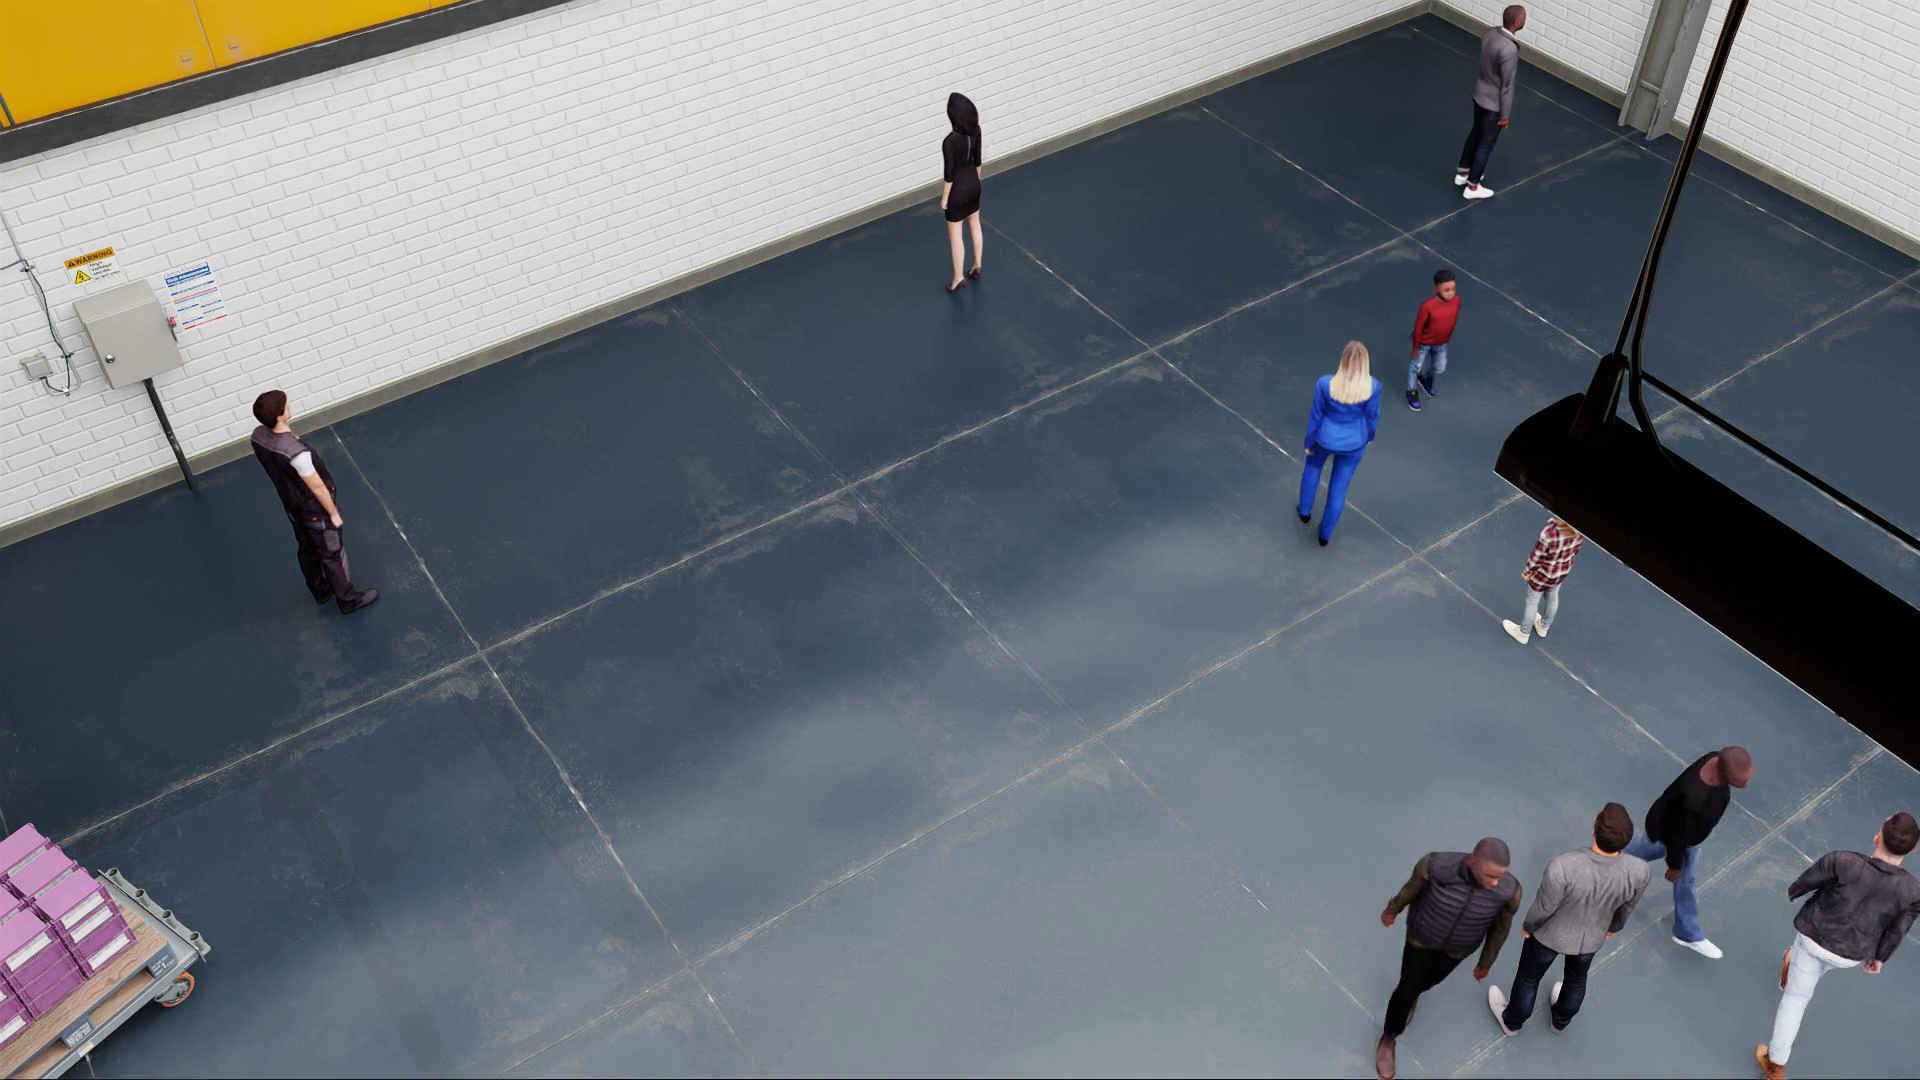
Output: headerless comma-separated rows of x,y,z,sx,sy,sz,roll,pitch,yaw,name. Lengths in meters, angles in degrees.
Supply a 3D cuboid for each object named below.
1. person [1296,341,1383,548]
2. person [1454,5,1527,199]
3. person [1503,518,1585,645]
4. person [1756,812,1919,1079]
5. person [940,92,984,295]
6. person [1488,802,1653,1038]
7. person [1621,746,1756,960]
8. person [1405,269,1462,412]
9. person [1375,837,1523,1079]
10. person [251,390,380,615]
2.638,-0.612,11.596,0.768,1.688,0.833,10,45,10,person
4.783,-3.966,15.027,0.861,1.813,0.704,-5,44,-5,person
3.927,0.177,11.046,0.581,1.306,0.589,-14,45,-14,person
4.519,2.156,8.619,1.201,1.788,1.128,16,46,16,person
0.017,-2.885,13.899,0.559,1.803,0.633,34,53,30,person
3.197,2.018,8.701,0.782,1.874,0.802,0,44,0,person
3.907,1.579,9.298,1.144,1.687,0.752,28,50,26,person
3.640,-1.606,12.958,0.586,1.249,0.620,-10,44,-10,person
2.555,2.024,8.749,1.046,1.800,1.093,15,46,16,person
-4.365,-0.248,11.098,0.653,1.849,0.792,23,48,22,person
